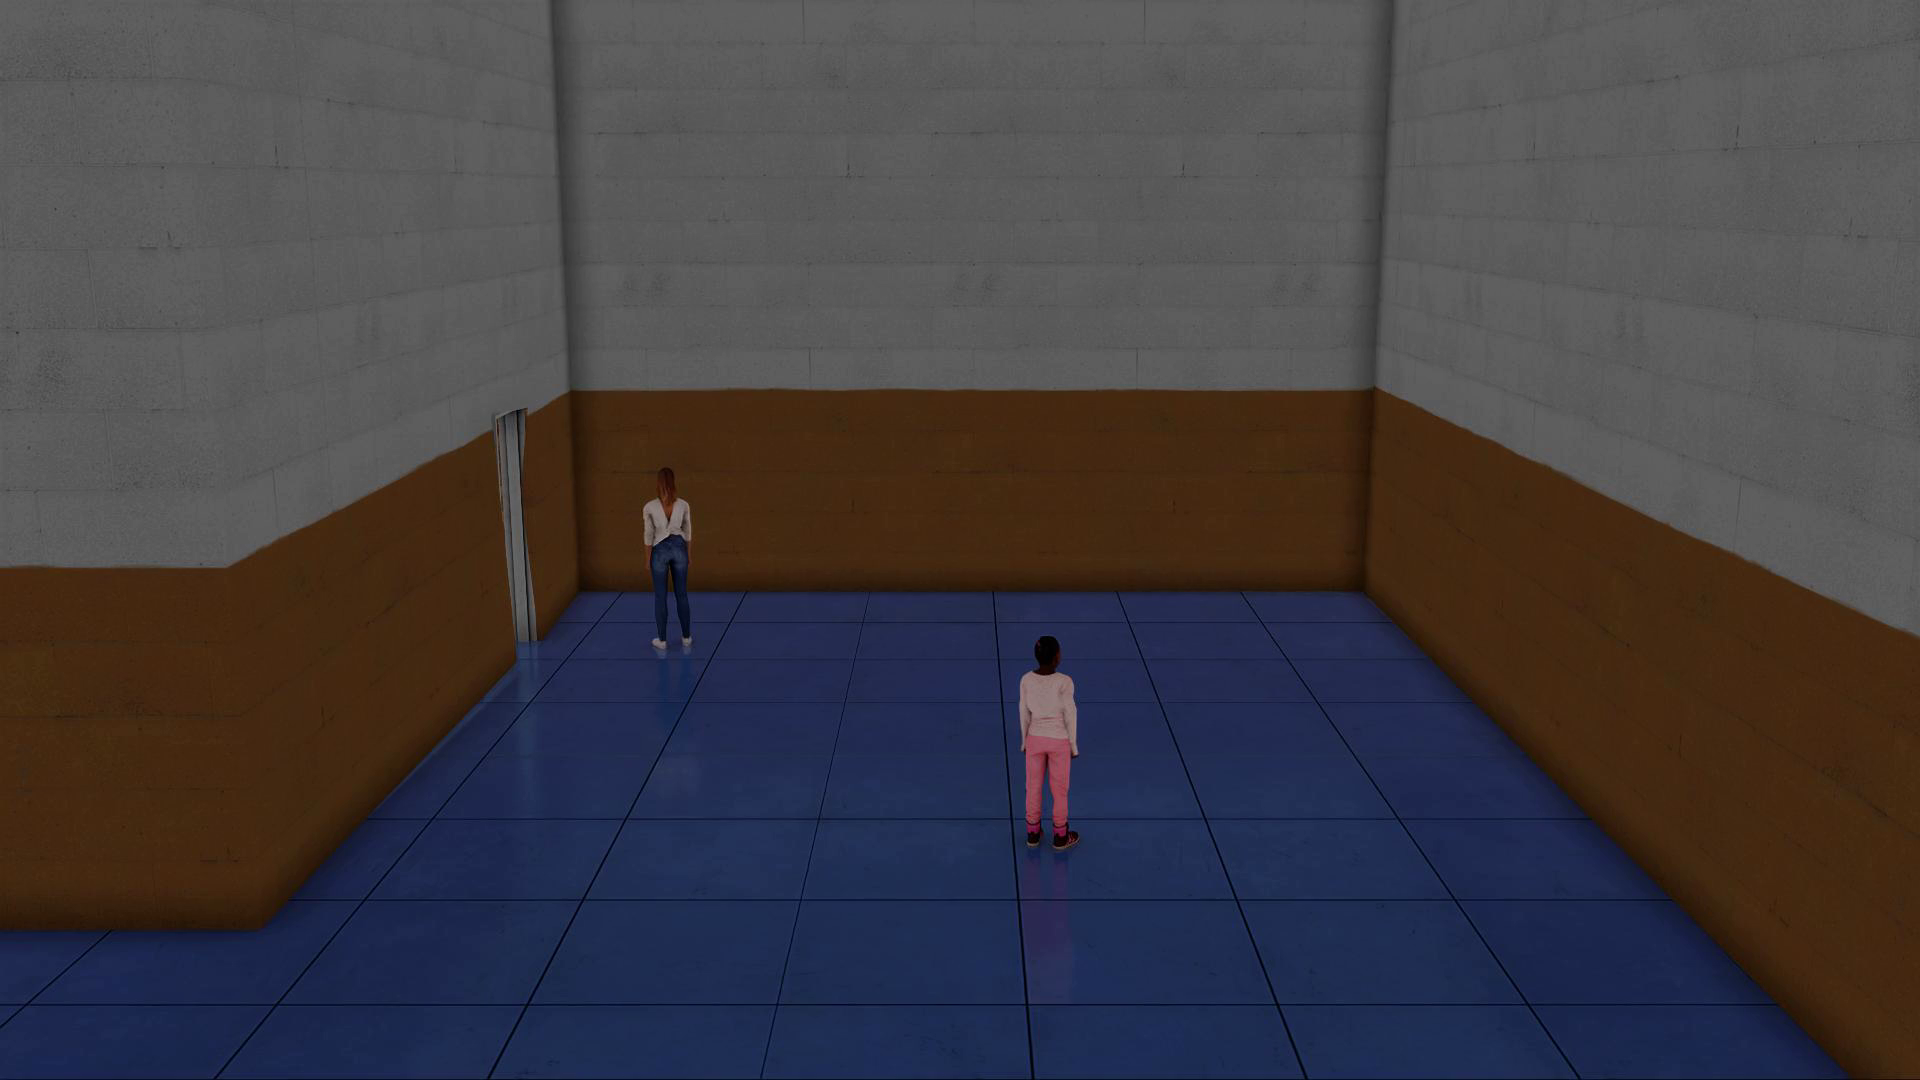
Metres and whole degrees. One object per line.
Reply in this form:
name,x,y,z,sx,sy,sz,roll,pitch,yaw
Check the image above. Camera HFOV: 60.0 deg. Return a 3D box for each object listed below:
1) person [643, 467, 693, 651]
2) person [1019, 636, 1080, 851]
person,-2.734,0.165,15.635,0.602,1.720,0.739,-5,13,-22
person,0.578,1.306,10.892,0.555,1.441,0.676,5,13,23
